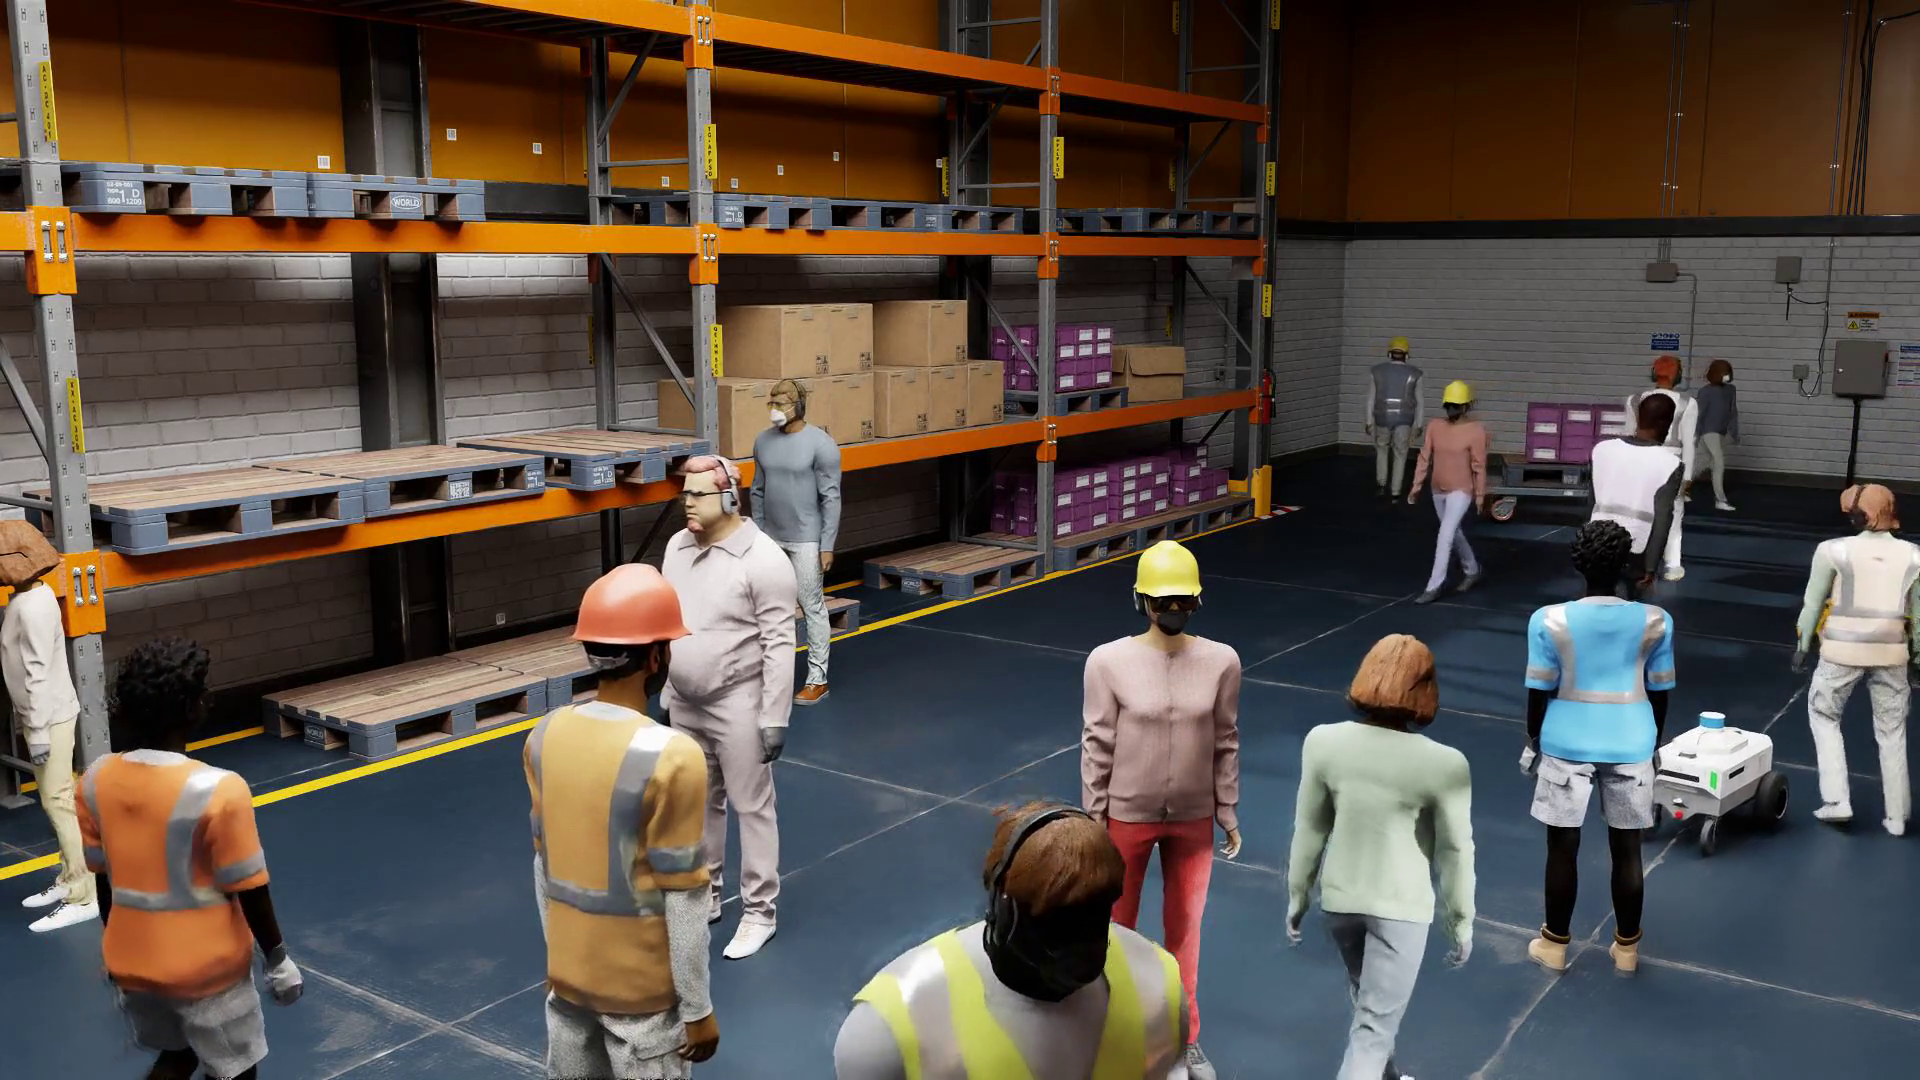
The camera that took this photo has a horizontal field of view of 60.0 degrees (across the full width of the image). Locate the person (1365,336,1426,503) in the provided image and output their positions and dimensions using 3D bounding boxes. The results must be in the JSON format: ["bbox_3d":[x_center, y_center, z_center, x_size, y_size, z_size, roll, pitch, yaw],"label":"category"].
[{"bbox_3d":[4.759,-1.317,18.146,0.631,1.810,0.561,3,10,19],"label":"person"}]

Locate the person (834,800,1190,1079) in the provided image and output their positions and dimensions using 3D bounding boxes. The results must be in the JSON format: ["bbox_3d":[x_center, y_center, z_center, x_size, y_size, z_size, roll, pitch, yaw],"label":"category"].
[{"bbox_3d":[0.103,1.278,2.812,0.637,1.780,1.018,-5,11,-26],"label":"person"}]

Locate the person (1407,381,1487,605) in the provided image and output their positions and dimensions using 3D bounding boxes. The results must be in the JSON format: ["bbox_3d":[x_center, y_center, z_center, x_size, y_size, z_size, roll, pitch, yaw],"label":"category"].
[{"bbox_3d":[3.853,-0.390,12.913,0.920,1.718,0.526,-7,12,-36],"label":"person"}]

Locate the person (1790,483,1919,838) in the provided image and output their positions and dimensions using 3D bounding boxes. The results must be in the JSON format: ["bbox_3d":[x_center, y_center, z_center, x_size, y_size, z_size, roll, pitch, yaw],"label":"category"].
[{"bbox_3d":[4.142,0.553,7.630,0.573,1.623,0.397,1,10,9],"label":"person"}]

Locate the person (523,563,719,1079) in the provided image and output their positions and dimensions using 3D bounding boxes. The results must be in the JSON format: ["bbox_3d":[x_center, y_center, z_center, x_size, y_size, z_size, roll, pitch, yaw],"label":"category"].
[{"bbox_3d":[-0.790,1.014,3.976,0.558,1.924,0.429,8,12,39],"label":"person"}]

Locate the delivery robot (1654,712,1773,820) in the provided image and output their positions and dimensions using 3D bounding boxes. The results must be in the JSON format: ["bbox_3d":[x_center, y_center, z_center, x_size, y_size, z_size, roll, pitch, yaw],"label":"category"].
[{"bbox_3d":[3.434,1.033,7.624,0.707,0.478,0.477,-9,13,-44],"label":"delivery robot"}]

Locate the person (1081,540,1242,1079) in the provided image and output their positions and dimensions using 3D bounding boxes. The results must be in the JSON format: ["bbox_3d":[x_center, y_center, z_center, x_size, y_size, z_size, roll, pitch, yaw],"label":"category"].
[{"bbox_3d":[0.639,0.872,5.259,0.524,1.769,0.314,-2,10,-11],"label":"person"}]

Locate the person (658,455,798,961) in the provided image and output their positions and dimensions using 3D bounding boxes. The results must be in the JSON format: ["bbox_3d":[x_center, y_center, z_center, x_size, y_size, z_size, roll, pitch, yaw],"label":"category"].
[{"bbox_3d":[-0.921,0.626,6.309,0.640,1.910,0.401,7,12,37],"label":"person"}]

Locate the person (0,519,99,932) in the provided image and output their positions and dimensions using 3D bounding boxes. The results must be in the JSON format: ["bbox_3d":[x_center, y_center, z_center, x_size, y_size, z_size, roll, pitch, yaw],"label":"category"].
[{"bbox_3d":[-3.646,0.721,6.591,0.285,1.625,0.495,-6,11,-32],"label":"person"}]

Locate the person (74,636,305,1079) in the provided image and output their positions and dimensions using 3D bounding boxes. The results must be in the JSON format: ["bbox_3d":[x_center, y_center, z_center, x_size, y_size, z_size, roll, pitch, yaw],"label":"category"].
[{"bbox_3d":[-1.960,1.073,4.283,0.551,1.694,0.401,4,10,24],"label":"person"}]

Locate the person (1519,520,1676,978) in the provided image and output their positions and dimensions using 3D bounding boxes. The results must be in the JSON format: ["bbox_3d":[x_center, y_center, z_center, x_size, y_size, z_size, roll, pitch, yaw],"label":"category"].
[{"bbox_3d":[2.320,0.768,6.086,0.530,1.696,0.322,1,10,7],"label":"person"}]

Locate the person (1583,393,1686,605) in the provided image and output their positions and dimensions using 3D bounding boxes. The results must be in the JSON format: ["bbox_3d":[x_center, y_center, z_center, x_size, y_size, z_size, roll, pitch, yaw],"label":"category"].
[{"bbox_3d":[3.959,0.050,9.898,0.603,1.860,1.027,9,13,42],"label":"person"}]

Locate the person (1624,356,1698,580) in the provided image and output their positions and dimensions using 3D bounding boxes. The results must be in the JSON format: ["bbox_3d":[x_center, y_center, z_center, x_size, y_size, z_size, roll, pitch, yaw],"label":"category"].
[{"bbox_3d":[5.732,-0.574,13.611,0.581,1.860,0.781,7,12,35],"label":"person"}]

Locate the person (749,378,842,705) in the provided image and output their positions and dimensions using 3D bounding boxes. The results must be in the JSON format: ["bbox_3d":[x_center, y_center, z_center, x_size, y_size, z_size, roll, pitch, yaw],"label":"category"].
[{"bbox_3d":[-0.995,0.008,9.891,0.635,1.938,0.361,6,11,33],"label":"person"}]

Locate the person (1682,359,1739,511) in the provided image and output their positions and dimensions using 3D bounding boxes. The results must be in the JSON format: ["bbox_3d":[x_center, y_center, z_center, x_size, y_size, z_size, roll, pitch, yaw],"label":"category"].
[{"bbox_3d":[8.007,-1.145,17.782,0.496,1.596,0.821,-5,11,-29],"label":"person"}]

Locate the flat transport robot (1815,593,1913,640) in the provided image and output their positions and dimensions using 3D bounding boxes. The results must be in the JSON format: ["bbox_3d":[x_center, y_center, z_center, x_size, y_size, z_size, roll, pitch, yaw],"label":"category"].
[{"bbox_3d":[6.689,0.524,11.780,1.431,0.197,0.652,-5,11,-29],"label":"flat transport robot"}]

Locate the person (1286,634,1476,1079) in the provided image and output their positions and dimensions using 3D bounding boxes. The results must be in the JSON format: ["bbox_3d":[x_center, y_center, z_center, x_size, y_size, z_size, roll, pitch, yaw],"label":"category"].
[{"bbox_3d":[1.194,1.053,4.744,0.508,1.581,0.870,8,12,39],"label":"person"}]
